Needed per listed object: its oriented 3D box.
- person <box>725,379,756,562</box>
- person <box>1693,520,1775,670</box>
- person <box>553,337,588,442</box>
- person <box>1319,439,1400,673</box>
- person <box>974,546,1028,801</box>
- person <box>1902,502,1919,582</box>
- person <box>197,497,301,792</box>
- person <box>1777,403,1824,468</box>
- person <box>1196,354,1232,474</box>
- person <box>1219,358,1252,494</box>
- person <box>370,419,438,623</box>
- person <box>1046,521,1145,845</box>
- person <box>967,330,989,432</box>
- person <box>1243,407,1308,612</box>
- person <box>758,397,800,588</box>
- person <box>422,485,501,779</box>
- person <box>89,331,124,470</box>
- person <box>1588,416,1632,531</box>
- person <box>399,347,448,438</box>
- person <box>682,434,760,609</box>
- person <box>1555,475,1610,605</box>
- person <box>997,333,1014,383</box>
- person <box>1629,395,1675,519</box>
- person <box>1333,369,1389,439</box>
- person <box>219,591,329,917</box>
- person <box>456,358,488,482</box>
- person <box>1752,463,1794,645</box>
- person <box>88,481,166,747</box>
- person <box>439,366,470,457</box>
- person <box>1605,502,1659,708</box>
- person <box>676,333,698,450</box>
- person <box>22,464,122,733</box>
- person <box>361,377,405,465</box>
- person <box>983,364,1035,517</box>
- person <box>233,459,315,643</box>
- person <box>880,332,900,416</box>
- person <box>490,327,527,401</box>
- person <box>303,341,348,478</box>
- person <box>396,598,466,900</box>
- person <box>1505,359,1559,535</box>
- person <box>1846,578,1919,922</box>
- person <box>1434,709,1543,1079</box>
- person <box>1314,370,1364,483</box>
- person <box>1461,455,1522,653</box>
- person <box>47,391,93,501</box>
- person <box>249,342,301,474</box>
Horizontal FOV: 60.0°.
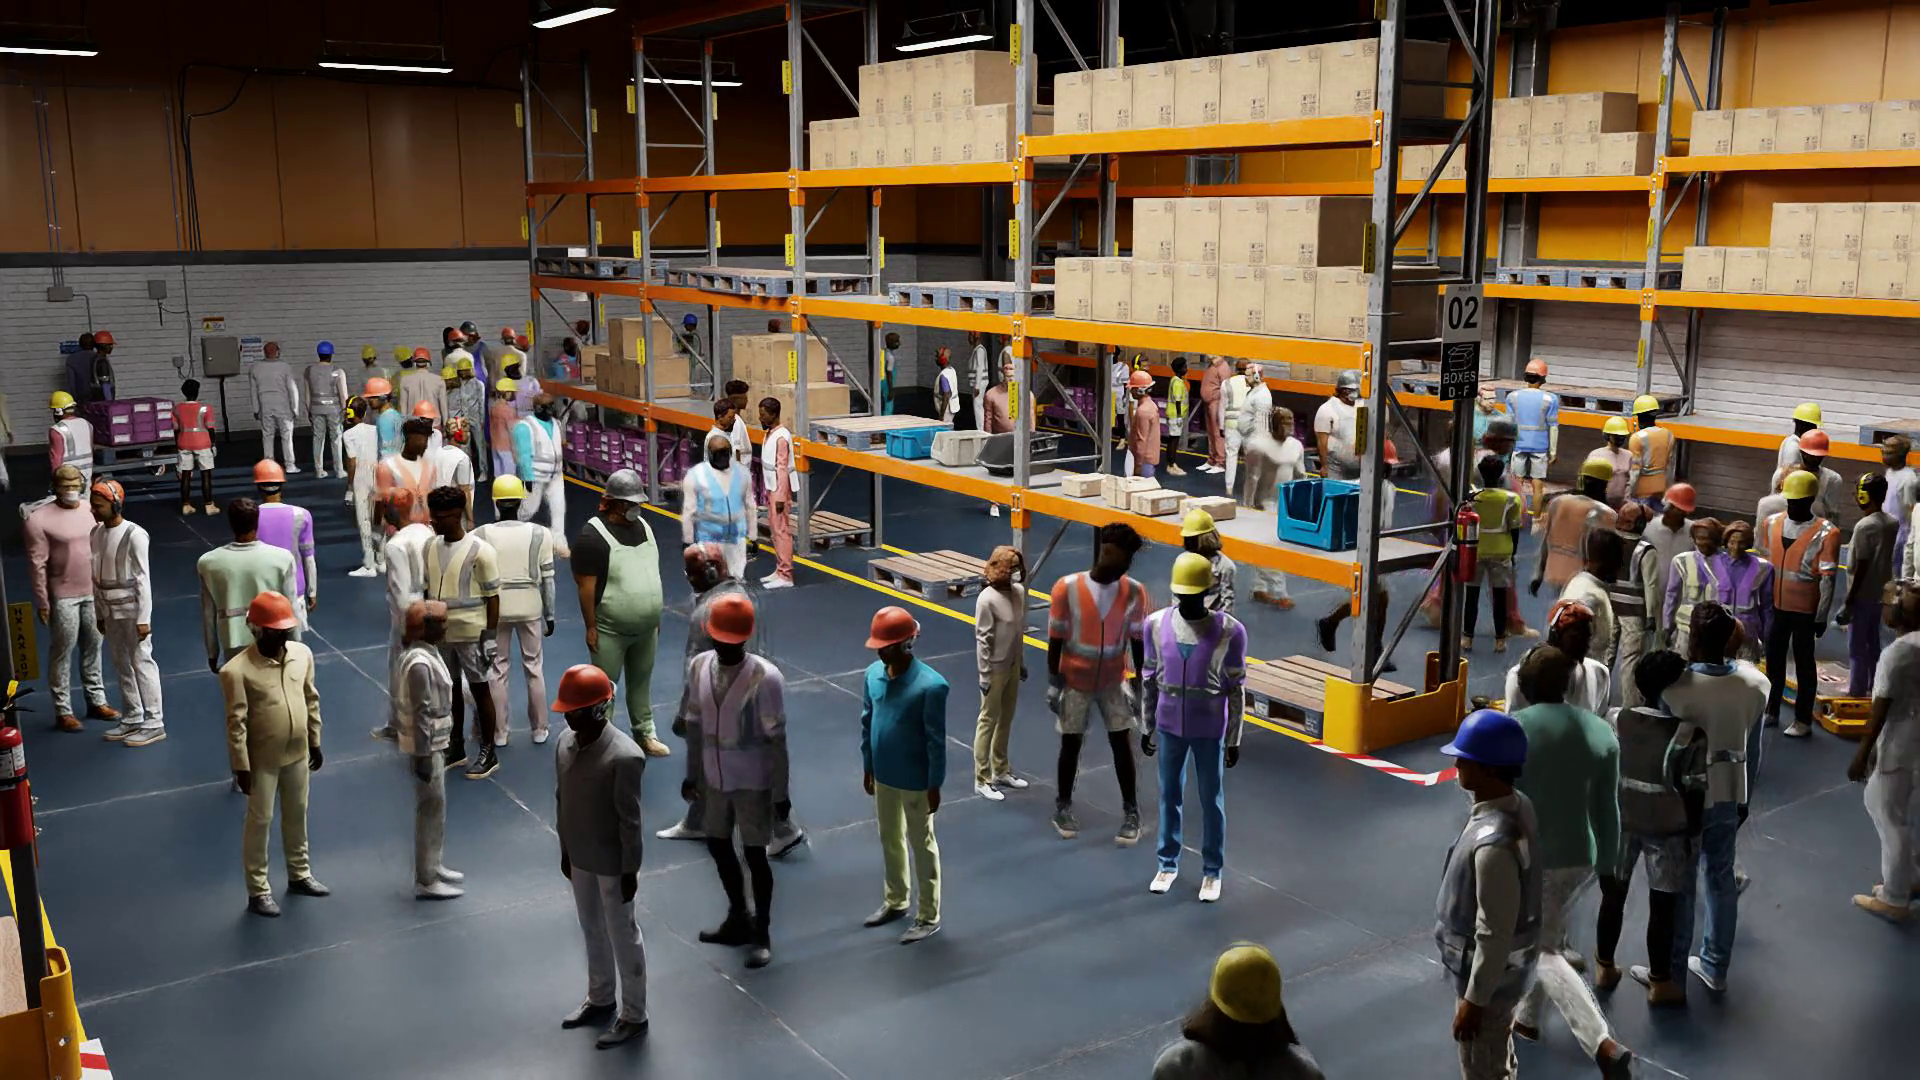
[{"bbox_3d":[-2.404,-0.747,17.869,0.361,1.963,0.618,-3,11,-14],"label":"person"},{"bbox_3d":[5.328,0.666,11.498,0.524,1.632,0.314,4,12,22],"label":"person"},{"bbox_3d":[-6.115,-2.287,26.151,0.616,1.812,0.642,6,12,27],"label":"person"},{"bbox_3d":[3.309,0.104,13.642,0.562,1.917,0.679,-7,13,-33],"label":"person"},{"bbox_3d":[0.272,0.832,10.636,0.268,1.632,0.506,7,13,33],"label":"person"},{"bbox_3d":[7.332,0.350,12.442,0.399,1.895,0.657,-4,12,-22],"label":"person"},{"bbox_3d":[-4.554,0.677,10.719,0.587,1.913,0.396,-3,12,-16],"label":"person"},{"bbox_3d":[8.040,-0.363,16.028,0.381,1.918,0.584,5,12,26],"label":"person"},{"bbox_3d":[3.656,-1.911,23.993,0.405,1.903,0.636,-2,11,-11],"label":"person"},{"bbox_3d":[3.761,-1.513,22.147,0.619,1.835,0.432,1,11,7],"label":"person"},{"bbox_3d":[-4.829,-0.111,14.774,0.992,1.900,0.655,7,13,33],"label":"person"},{"bbox_3d":[0.825,0.846,9.863,0.617,1.931,0.584,-2,11,-11],"label":"person"},{"bbox_3d":[0.281,-2.542,27.294,0.368,1.878,0.584,-1,11,-4],"label":"person"},{"bbox_3d":[3.061,-0.286,15.644,0.666,1.906,0.861,-7,13,-34],"label":"person"},{"bbox_3d":[-1.824,-0.480,16.662,0.410,1.908,0.598,-3,12,-17],"label":"person"},{"bbox_3d":[-3.304,0.600,10.972,0.613,1.962,0.362,5,12,25],"label":"person"},{"bbox_3d":[-12.444,-2.030,24.271,0.414,2.035,0.609,-8,14,-36],"label":"person"},{"bbox_3d":[6.328,-0.326,16.226,0.523,1.769,0.320,-4,12,-20],"label":"person"},{"bbox_3d":[-7.027,-1.533,21.849,0.616,1.986,0.407,-3,12,-17],"label":"person"},{"bbox_3d":[-2.111,-0.040,14.615,0.652,1.823,0.506,-6,13,-28],"label":"person"},{"bbox_3d":[4.904,0.306,13.086,0.488,1.736,0.363,0,11,0],"label":"person"},{"bbox_3d":[0.806,-2.584,27.616,0.391,1.837,0.566,1,11,7],"label":"person"},{"bbox_3d":[6.854,-0.490,16.673,0.585,1.918,0.381,-6,13,-29],"label":"person"},{"bbox_3d":[4.556,-1.001,18.976,0.694,2.000,0.667,0,11,1],"label":"person"},{"bbox_3d":[-3.630,1.123,8.874,0.367,1.743,0.572,6,13,29],"label":"person"},{"bbox_3d":[-6.853,-1.674,23.205,0.484,1.735,0.310,2,11,12],"label":"person"},{"bbox_3d":[7.026,0.156,14.150,0.502,1.615,0.470,0,11,-1],"label":"person"},{"bbox_3d":[-5.869,0.511,11.673,0.568,1.878,0.351,6,12,27],"label":"person"},{"bbox_3d":[-6.704,-1.433,21.983,0.486,1.737,0.319,5,12,23],"label":"person"},{"bbox_3d":[4.864,0.534,12.152,0.310,1.640,0.514,-6,12,-27],"label":"person"},{"bbox_3d":[-4.330,-2.343,26.329,0.485,1.849,0.566,2,11,11],"label":"person"},{"bbox_3d":[-6.404,0.405,12.049,0.366,1.936,0.630,6,13,28],"label":"person"},{"bbox_3d":[-5.991,-0.687,17.402,0.419,2.033,0.607,-2,11,-11],"label":"person"},{"bbox_3d":[0.612,-1.219,20.473,0.641,1.900,0.398,-2,11,-8],"label":"person"},{"bbox_3d":[-5.055,0.363,12.304,0.547,1.927,0.392,-6,12,-27],"label":"person"},{"bbox_3d":[-1.153,-2.444,26.904,0.355,1.831,0.522,-2,11,-10],"label":"person"},{"bbox_3d":[-7.133,-2.364,26.178,0.627,1.956,0.834,0,11,1],"label":"person"},{"bbox_3d":[-8.931,-1.827,23.478,0.612,1.943,0.408,0,11,1],"label":"person"},{"bbox_3d":[-2.917,1.128,9.138,0.338,1.632,0.526,-3,11,-13],"label":"person"},{"bbox_3d":[6.653,-1.082,19.383,0.614,2.042,0.373,7,13,32],"label":"person"},{"bbox_3d":[4.929,1.103,8.753,0.518,1.828,0.417,-9,14,-39],"label":"person"},{"bbox_3d":[1.917,1.562,6.091,0.389,1.949,0.604,4,12,21],"label":"person"},{"bbox_3d":[4.236,-0.846,18.183,0.679,2.000,0.537,-6,12,-26],"label":"person"},{"bbox_3d":[4.478,0.119,14.122,0.532,1.698,0.319,3,11,15],"label":"person"},{"bbox_3d":[-9.611,-0.700,18.001,0.403,1.823,0.595,2,11,10],"label":"person"},{"bbox_3d":[-9.821,-1.887,23.892,0.680,1.899,0.401,0,11,-1],"label":"person"}]
